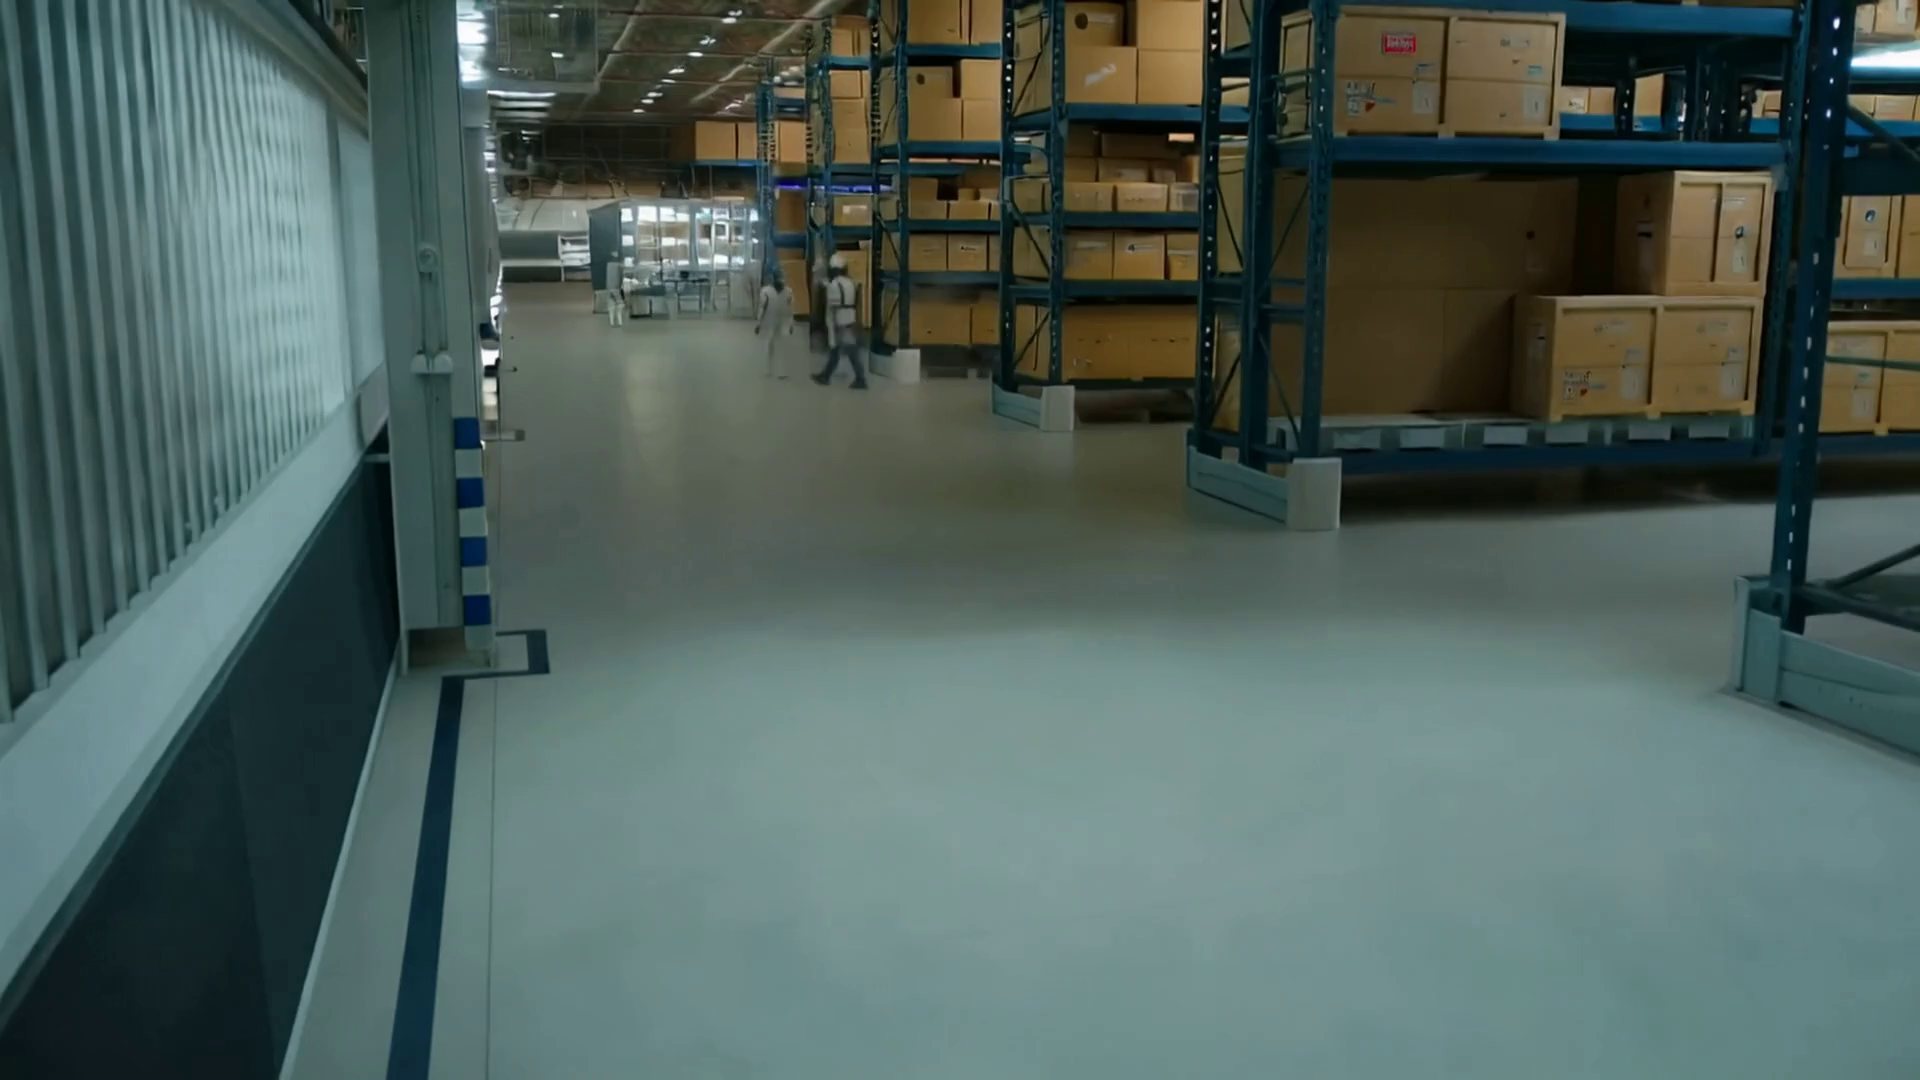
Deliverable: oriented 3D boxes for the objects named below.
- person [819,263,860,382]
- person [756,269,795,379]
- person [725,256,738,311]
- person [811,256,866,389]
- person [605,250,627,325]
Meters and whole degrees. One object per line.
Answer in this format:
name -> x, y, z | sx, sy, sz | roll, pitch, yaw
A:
person -> -1.820, -3.290, 25.007 | 0.643, 1.823, 0.577 | -4, 11, -21
person -> -2.843, -3.346, 25.707 | 0.590, 1.696, 0.922 | -6, 11, -29
person -> -6.559, -7.325, 48.105 | 0.485, 1.735, 0.347 | 6, 11, 29
person -> -1.738, -3.098, 23.714 | 0.996, 1.883, 0.555 | 5, 11, 28
person -> -8.906, -6.539, 43.067 | 0.551, 1.936, 0.357 | 4, 11, 22
